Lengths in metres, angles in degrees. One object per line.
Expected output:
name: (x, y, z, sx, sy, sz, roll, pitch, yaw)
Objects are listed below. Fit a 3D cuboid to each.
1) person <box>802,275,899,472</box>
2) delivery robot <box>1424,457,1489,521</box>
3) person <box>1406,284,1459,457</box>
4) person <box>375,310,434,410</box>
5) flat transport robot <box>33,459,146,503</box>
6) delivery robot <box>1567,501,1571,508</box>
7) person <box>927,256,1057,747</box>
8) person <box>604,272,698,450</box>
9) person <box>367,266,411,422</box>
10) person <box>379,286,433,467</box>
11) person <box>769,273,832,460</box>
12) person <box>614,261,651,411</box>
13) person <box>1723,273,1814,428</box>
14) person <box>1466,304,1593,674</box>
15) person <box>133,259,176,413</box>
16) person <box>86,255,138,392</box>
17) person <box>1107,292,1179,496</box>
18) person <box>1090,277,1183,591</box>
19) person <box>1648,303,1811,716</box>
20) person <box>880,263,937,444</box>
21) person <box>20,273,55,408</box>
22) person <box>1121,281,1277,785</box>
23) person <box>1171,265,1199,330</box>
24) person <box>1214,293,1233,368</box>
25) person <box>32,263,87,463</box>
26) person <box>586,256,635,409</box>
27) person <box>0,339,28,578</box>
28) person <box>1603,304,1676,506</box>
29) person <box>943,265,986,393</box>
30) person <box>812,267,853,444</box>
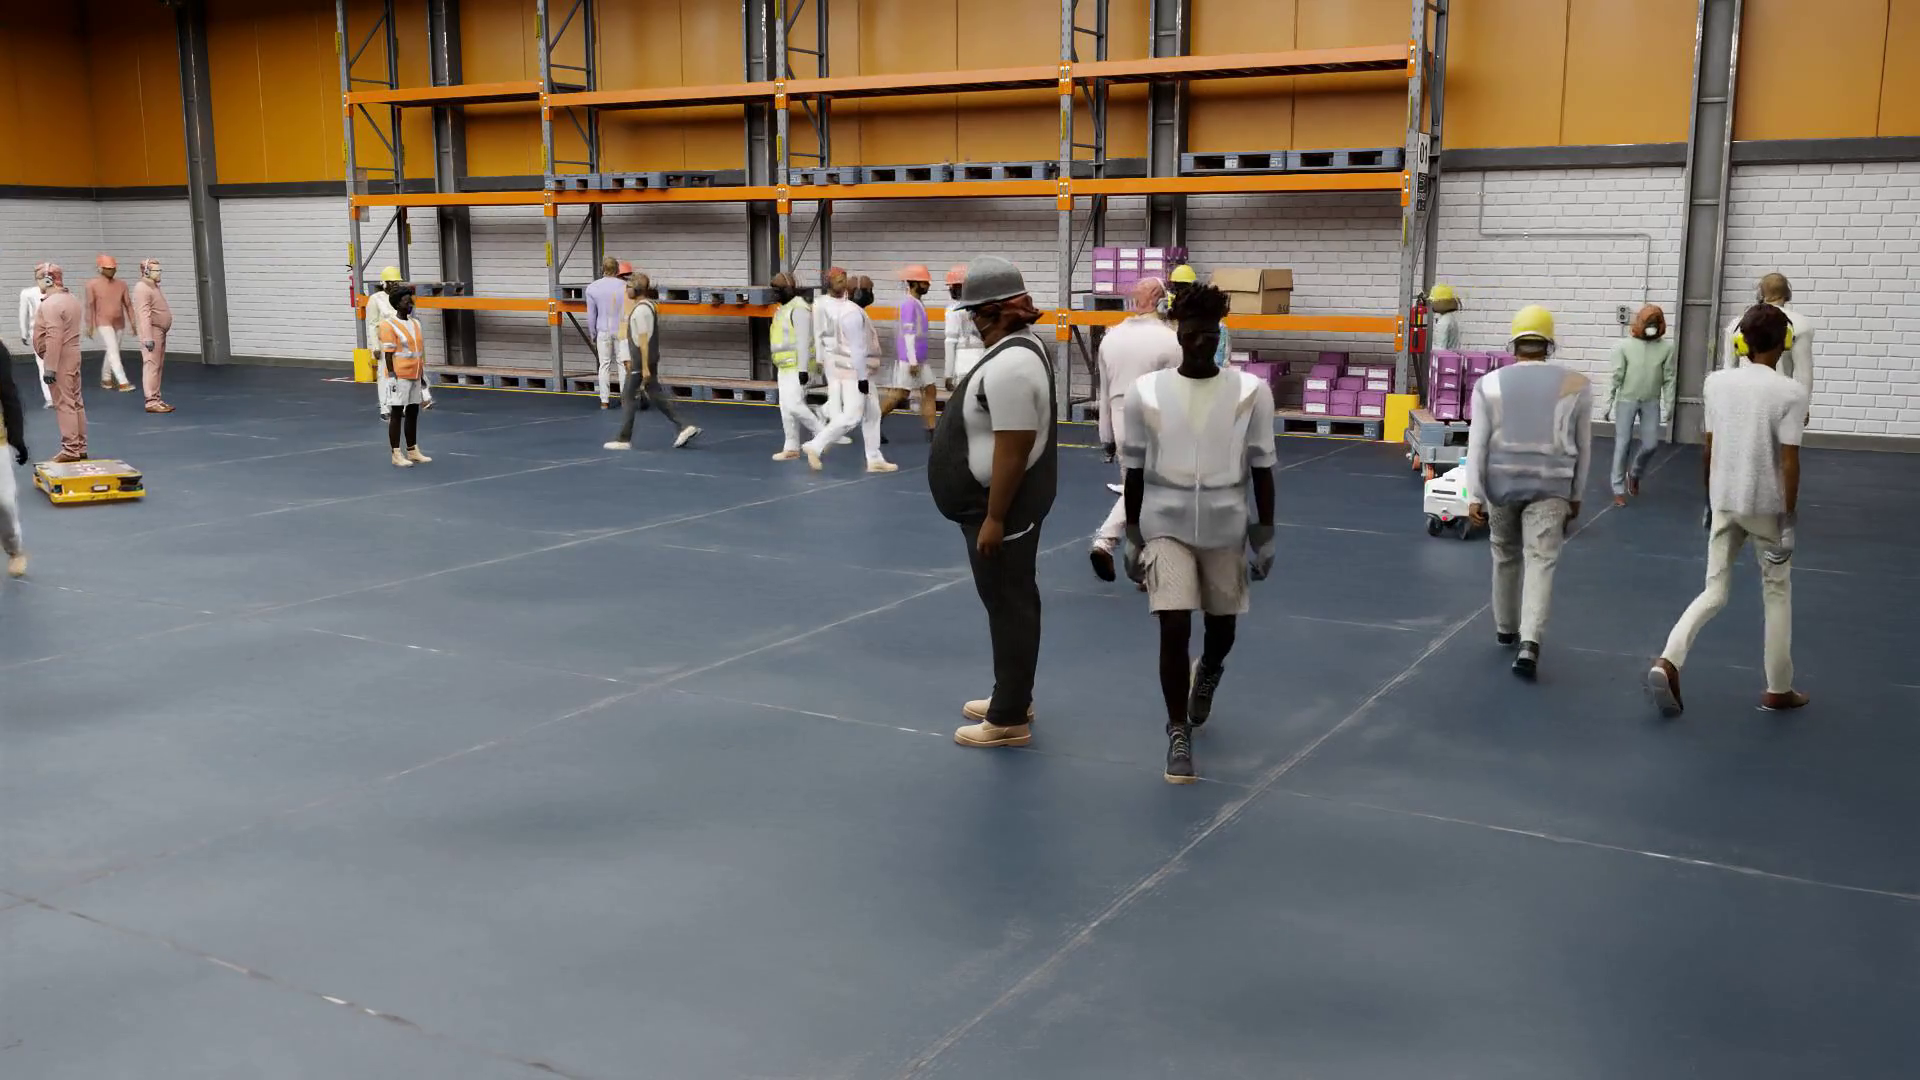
person: (-1.001, -1.497, 15.113, 0.794, 1.816, 0.625, 0, 10, 2)
delivery robot: (3.622, -0.352, 11.927, 0.477, 0.478, 0.707, 9, 13, 40)
person: (4.791, -1.622, 16.109, 0.779, 1.712, 0.502, 3, 11, 18)
person: (-7.046, -2.433, 21.046, 0.846, 1.595, 0.516, 5, 11, 26)
flat transport robot: (-7.273, -0.504, 13.860, 0.652, 0.197, 1.431, -7, 12, -34)
delivery robot: (4.158, -0.397, 12.183, 0.477, 0.478, 0.707, -5, 11, -25)
person: (0.132, -0.167, 6.940, 0.535, 2.000, 0.673, 1, 10, 8)
person: (-3.157, -1.809, 16.899, 0.915, 1.816, 0.521, 1, 10, 5)
person: (-6.729, -2.315, 19.730, 0.446, 1.833, 0.601, 7, 12, 33)
person: (-5.229, -1.539, 15.683, 0.318, 1.697, 0.535, 3, 11, 18)
person: (-1.571, -1.660, 16.043, 0.520, 1.824, 0.664, -5, 11, -27)
person: (-4.172, -2.589, 21.127, 0.559, 1.889, 1.003, -8, 13, -40)
person: (5.866, -1.009, 12.197, 0.971, 1.884, 0.650, -7, 12, -35)
person: (2.792, -0.262, 8.204, 0.572, 1.792, 0.924, 4, 11, 23)
person: (-10.057, -2.545, 20.789, 0.402, 1.906, 0.652, -3, 10, -15)
person: (-12.220, -3.120, 23.946, 1.015, 1.947, 0.633, 7, 12, 33)
person: (1.611, -1.102, 13.160, 0.927, 1.714, 0.532, 4, 11, 20)
person: (1.099, -0.619, 9.943, 0.472, 1.893, 0.644, -8, 13, -40)
person: (3.430, -0.120, 7.310, 0.801, 1.832, 0.535, -7, 12, -36)
person: (-0.550, -1.924, 17.318, 0.944, 1.905, 0.556, 2, 10, 13)
person: (-11.760, -2.617, 21.448, 0.585, 1.834, 1.025, -6, 11, -29)
person: (0.949, -0.065, 6.666, 0.610, 1.941, 0.831, 1, 10, 5)
person: (2.268, -1.877, 17.092, 0.983, 1.871, 0.608, 4, 11, 19)
person: (2.447, -1.534, 15.833, 0.372, 1.623, 0.539, -2, 10, -9)
person: (-8.641, -1.688, 15.939, 0.409, 1.908, 0.639, -2, 10, -11)
person: (-4.415, -2.625, 21.150, 0.632, 1.940, 0.372, -1, 10, -3)
person: (-5.963, -0.582, 9.971, 0.671, 1.817, 0.611, -4, 11, -22)
person: (5.414, -1.080, 13.310, 0.559, 1.618, 0.449, 1, 10, 5)
person: (0.136, -1.616, 15.569, 0.898, 1.897, 0.552, 7, 12, 35)
person: (-1.347, -1.958, 17.621, 0.578, 1.859, 0.688, -8, 13, -39)
